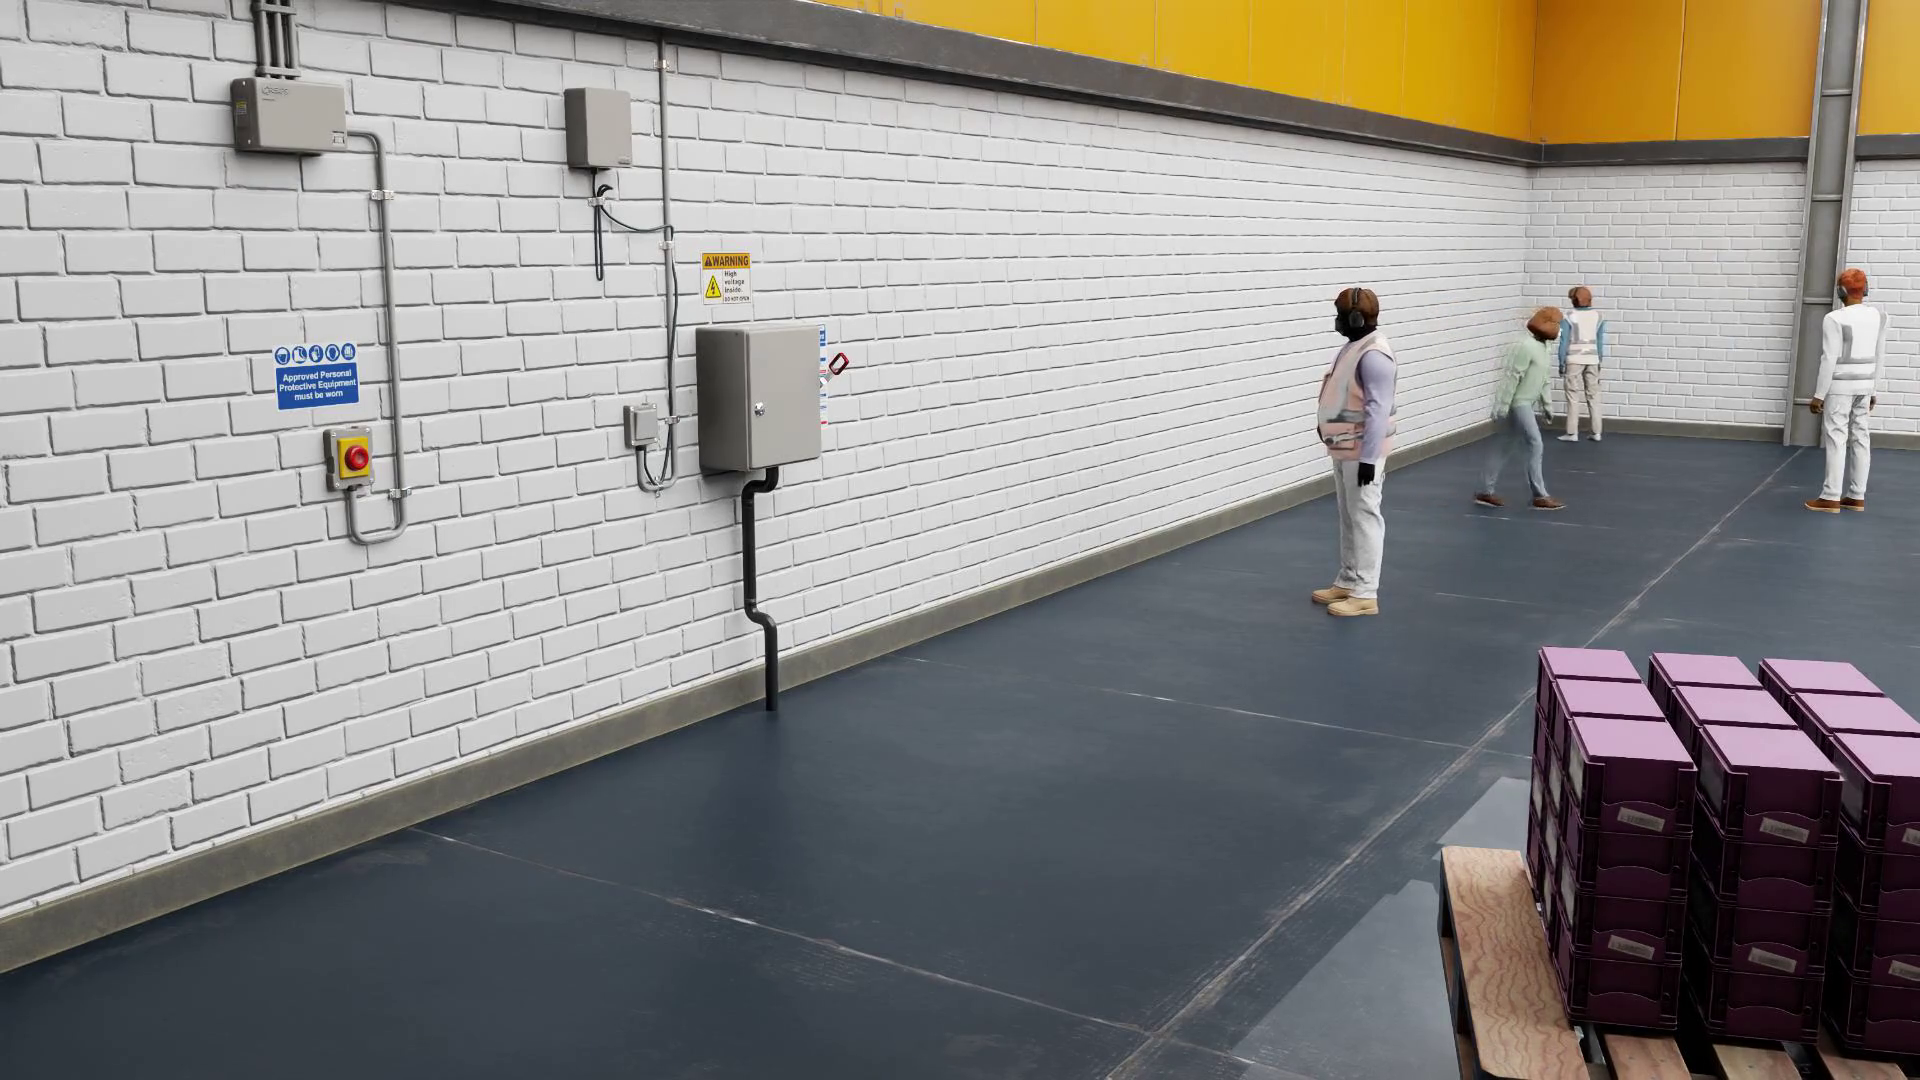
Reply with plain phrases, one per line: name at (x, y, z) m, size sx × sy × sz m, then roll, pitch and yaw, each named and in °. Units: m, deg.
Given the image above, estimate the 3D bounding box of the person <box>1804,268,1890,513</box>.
person at (6.851, -1.148, 12.854) m, size 0.573 × 1.887 × 0.354 m, roll -3°, pitch 11°, yaw -15°

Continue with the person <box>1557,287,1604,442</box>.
person at (6.505, -1.832, 17.411) m, size 0.522 × 1.619 × 0.366 m, roll -2°, pitch 11°, yaw -13°

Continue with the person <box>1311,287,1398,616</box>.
person at (2.225, -0.495, 9.375) m, size 0.430 × 1.841 × 0.624 m, roll 0°, pitch 10°, yaw 1°

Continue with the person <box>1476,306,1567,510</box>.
person at (4.448, -1.025, 12.989) m, size 0.790 × 1.574 × 0.510 m, roll 6°, pitch 12°, yaw 30°
